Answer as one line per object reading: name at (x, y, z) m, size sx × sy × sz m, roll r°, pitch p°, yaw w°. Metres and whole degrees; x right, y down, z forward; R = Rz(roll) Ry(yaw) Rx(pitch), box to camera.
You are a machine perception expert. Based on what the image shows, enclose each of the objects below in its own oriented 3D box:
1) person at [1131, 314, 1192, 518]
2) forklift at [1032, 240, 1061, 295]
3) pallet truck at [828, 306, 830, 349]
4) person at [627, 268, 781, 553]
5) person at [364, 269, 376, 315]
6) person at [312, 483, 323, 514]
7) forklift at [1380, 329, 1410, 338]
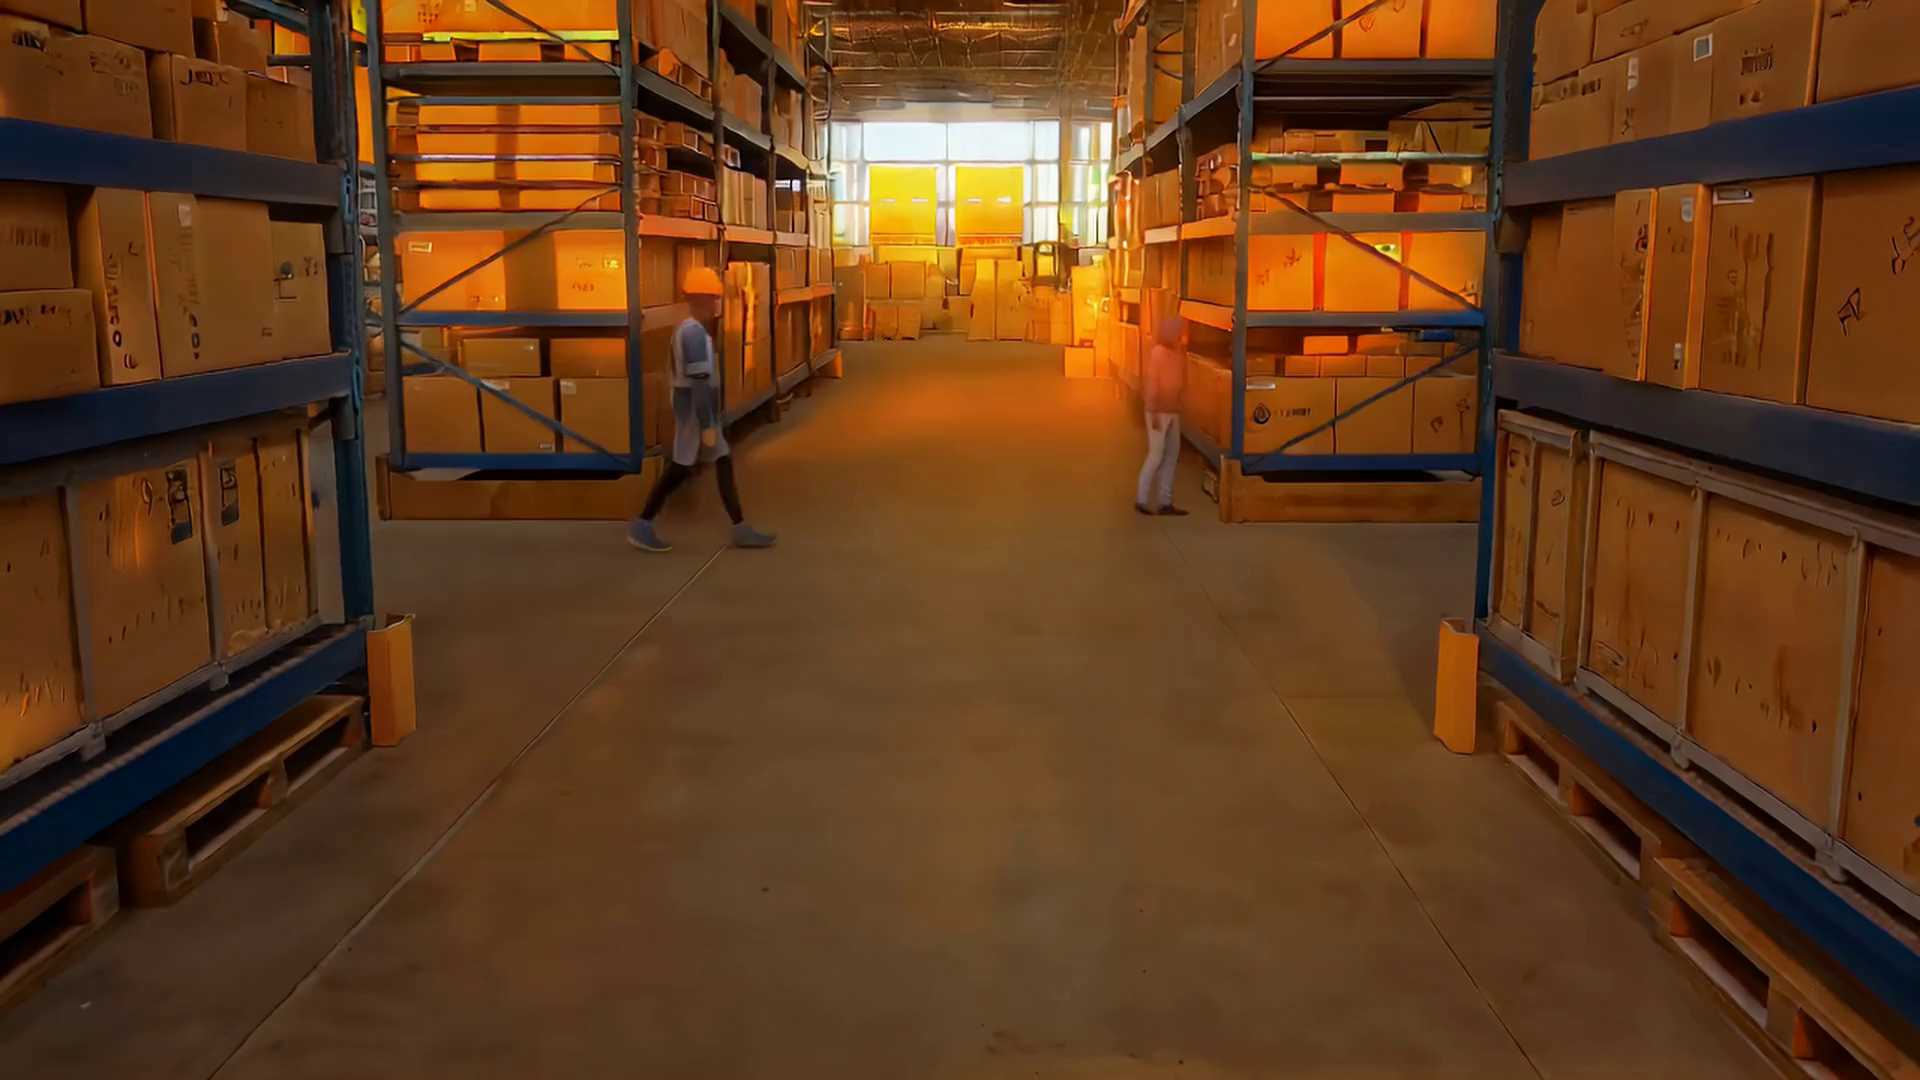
person at (1.624, -0.987, 13.229) m, size 0.404 × 1.618 × 0.556 m, roll 8°, pitch 12°, yaw 39°
forklift at (3.172, -9.648, 61.356) m, size 1.129 × 2.768 × 1.873 m, roll 0°, pitch 9°, yaw 1°
pallet truck at (-3.100, -3.940, 29.800) m, size 1.885 × 1.965 × 0.823 m, roll 3°, pitch 10°, yaw 19°
person at (-1.840, -0.886, 11.552) m, size 1.063 × 1.993 × 0.629 m, roll -1°, pitch 10°, yaw -6°
person at (-22.571, -9.501, 63.836) m, size 0.685 × 1.739 × 0.553 m, roll 6°, pitch 11°, yaw 34°
person at (-3.371, -0.255, 8.260) m, size 0.640 × 1.824 × 0.567 m, roll 0°, pitch 9°, yaw -2°
forklift at (5.389, -3.361, 23.692) m, size 1.873 × 2.768 × 1.129 m, roll 0°, pitch 9°, yaw 1°
